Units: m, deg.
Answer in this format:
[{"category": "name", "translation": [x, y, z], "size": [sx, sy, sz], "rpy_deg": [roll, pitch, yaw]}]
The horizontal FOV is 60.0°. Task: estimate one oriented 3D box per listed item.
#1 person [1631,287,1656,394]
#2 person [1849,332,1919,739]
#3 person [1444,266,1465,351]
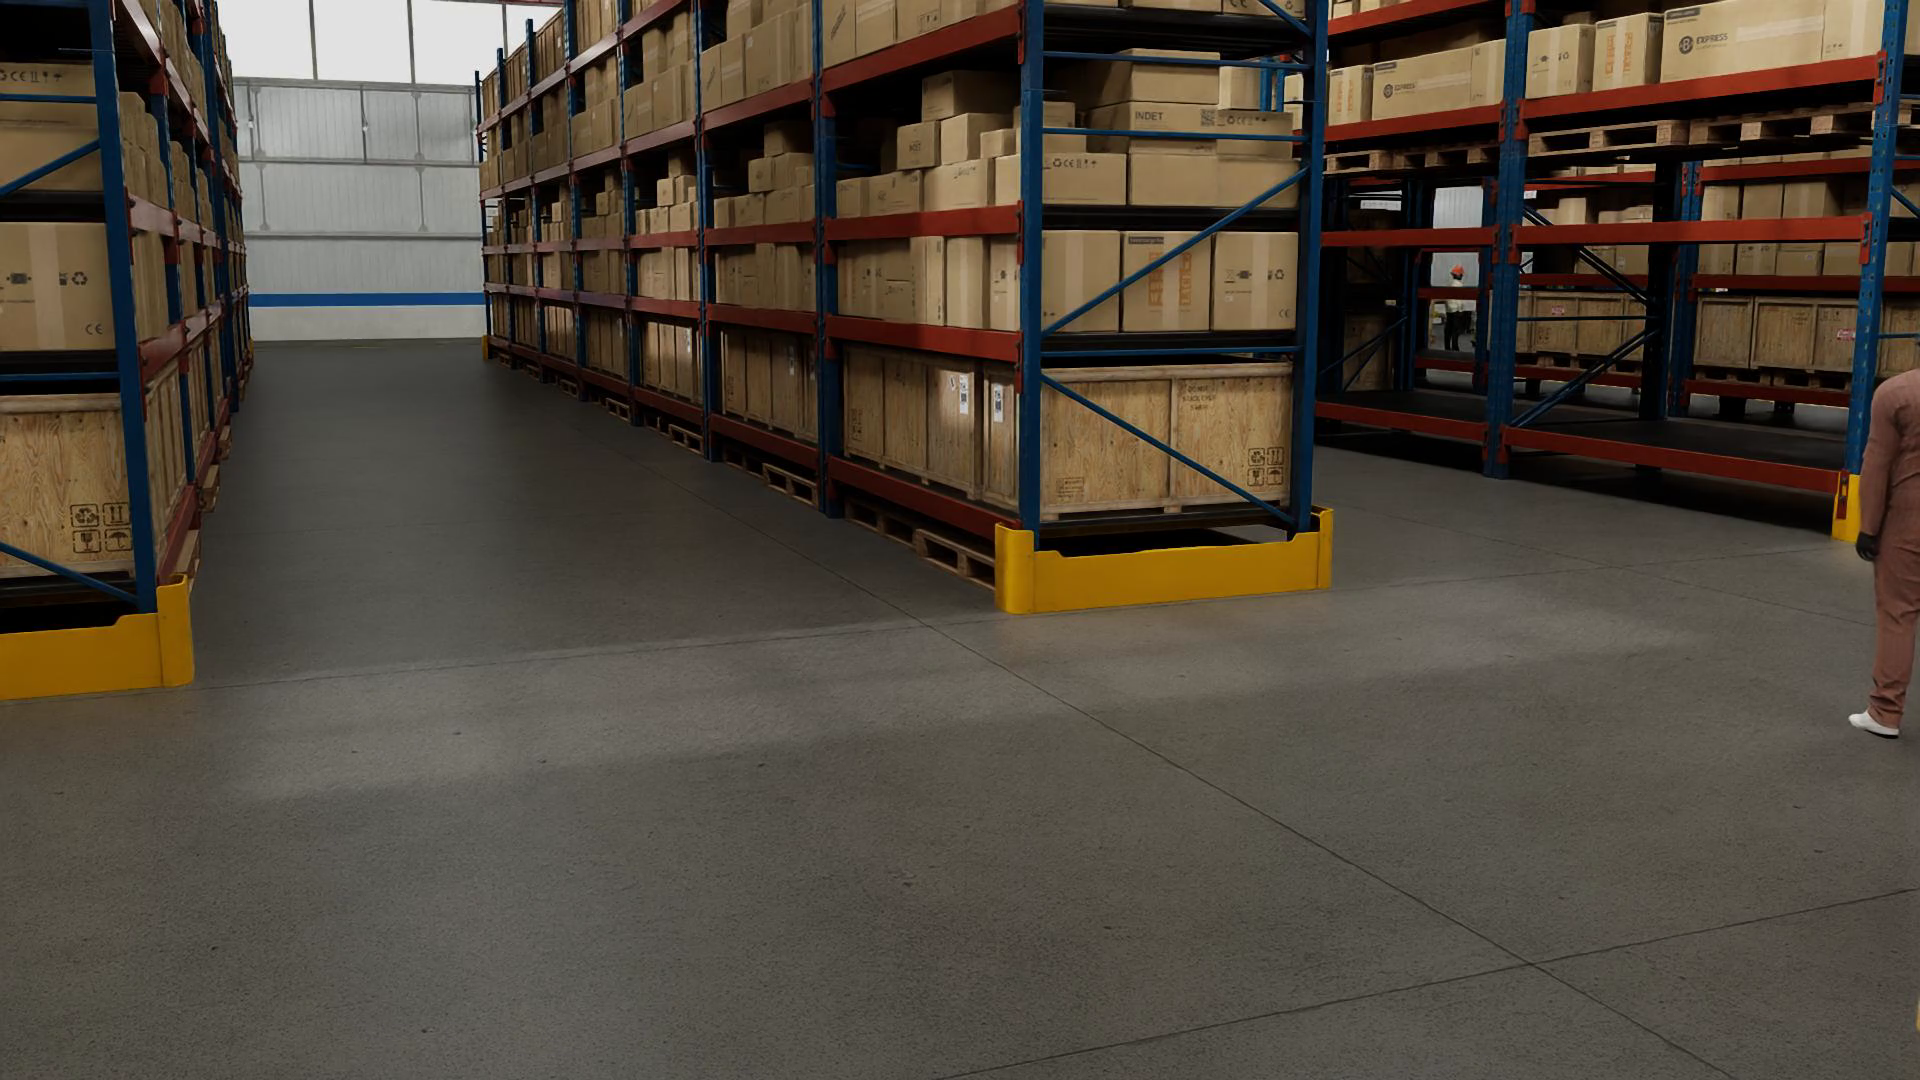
[{"category": "person", "translation": [10.859, -3.172, 26.206], "size": [0.533, 1.764, 0.323], "rpy_deg": [-3, 10, -16]}, {"category": "person", "translation": [4.241, -0.076, 7.267], "size": [0.644, 1.898, 0.397], "rpy_deg": [1, 9, 3]}, {"category": "person", "translation": [11.070, -5.122, 37.189], "size": [0.377, 1.995, 0.608], "rpy_deg": [-3, 10, -16]}]
